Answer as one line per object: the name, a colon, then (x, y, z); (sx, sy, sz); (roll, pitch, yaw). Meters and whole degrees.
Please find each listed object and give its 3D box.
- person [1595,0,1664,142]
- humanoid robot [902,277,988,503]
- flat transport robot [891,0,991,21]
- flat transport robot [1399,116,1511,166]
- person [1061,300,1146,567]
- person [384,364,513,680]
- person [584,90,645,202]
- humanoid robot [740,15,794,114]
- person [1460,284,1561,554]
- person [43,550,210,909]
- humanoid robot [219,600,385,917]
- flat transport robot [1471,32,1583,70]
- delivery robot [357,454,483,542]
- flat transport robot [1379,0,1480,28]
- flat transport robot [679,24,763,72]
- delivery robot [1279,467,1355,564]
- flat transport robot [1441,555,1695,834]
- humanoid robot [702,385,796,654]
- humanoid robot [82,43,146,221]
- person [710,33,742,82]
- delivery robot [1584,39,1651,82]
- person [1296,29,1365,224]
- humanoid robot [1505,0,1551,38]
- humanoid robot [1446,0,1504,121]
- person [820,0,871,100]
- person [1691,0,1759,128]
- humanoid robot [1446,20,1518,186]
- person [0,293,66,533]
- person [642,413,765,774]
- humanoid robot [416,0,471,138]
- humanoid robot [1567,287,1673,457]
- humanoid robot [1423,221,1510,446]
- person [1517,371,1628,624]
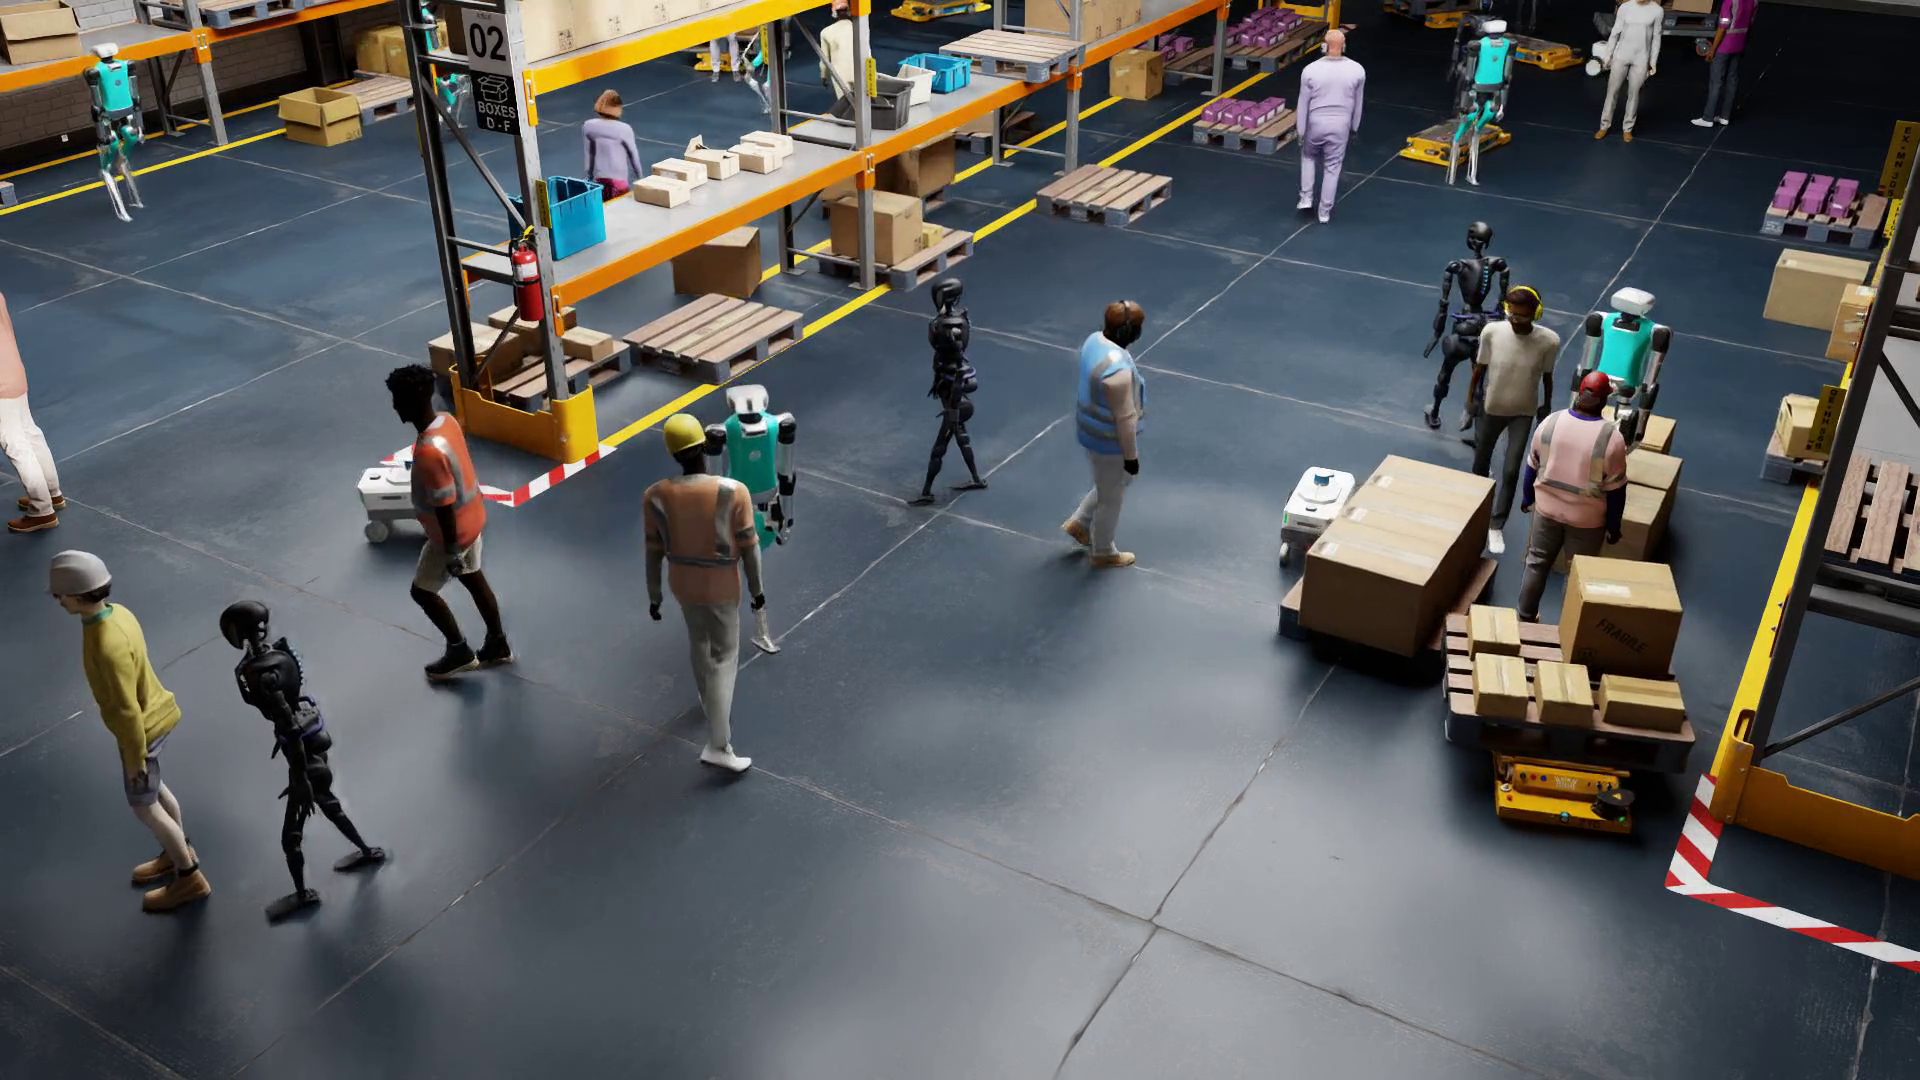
person: (7.699, -5.524, 19.064); (0.584, 1.892, 0.368); (12, 32, 20)
humanoid robot: (-0.110, -1.030, 11.345); (0.658, 1.631, 0.584); (-8, 30, -14)
flat transport robot: (-0.283, -8.125, 25.314); (1.431, 0.231, 0.659); (-22, 36, -34)
flat transport robot: (5.671, -4.548, 18.987); (0.659, 0.231, 1.431); (24, 37, 36)
person: (0.956, -0.648, 10.509); (0.446, 1.824, 0.620); (-3, 30, -6)
person: (-2.933, -0.080, 9.381); (0.622, 1.939, 0.635); (-3, 30, -5)
person: (-3.214, -3.427, 15.634); (0.510, 1.616, 0.516); (11, 31, 18)
humanoid robot: (-2.328, -5.882, 19.956); (0.728, 1.892, 0.547); (-24, 37, -36)
person: (3.607, -0.884, 10.937); (0.569, 1.825, 0.785); (10, 31, 17)
person: (-3.847, 0.879, 7.756); (0.406, 1.880, 0.494); (-13, 32, -22)
humanoid robot: (-3.137, 0.987, 7.788); (0.670, 1.625, 0.609); (-16, 33, -26)
flat transport robot: (7.749, -6.717, 22.823); (0.659, 0.231, 1.431); (-20, 35, -31)
delivery robot: (-3.625, -0.294, 11.159); (0.775, 0.583, 0.499); (-2, 30, -3)
flat transport robot: (7.027, -7.917, 24.947); (0.659, 0.231, 1.431); (-10, 31, -17)
flat transport robot: (-3.109, -6.648, 22.702); (0.659, 0.231, 1.431); (4, 30, 7)
delivery robot: (2.367, -0.182, 10.986); (0.499, 0.607, 0.808); (12, 32, 20)
flat transport robot: (3.244, 1.055, 9.075); (0.659, 0.231, 1.431); (6, 30, 11)
humanoid robot: (-1.272, -0.178, 9.738); (0.534, 1.744, 0.754); (-12, 32, -20)
humanoid robot: (-8.578, -4.115, 16.749); (0.797, 1.797, 0.531); (16, 33, 26)
person: (-3.078, -6.918, 21.486); (0.482, 1.944, 0.431); (-1, 29, -1)
delivery robot: (8.657, -6.328, 21.856); (0.808, 0.606, 0.499); (25, 38, 37)
person: (3.672, -4.139, 16.624); (0.653, 1.884, 0.625); (4, 30, 6)
humanoid robot: (7.857, -7.577, 22.919); (0.611, 1.644, 0.357); (9, 31, 15)
humanoid robot: (5.969, -5.521, 19.274); (0.617, 1.644, 0.365); (3, 30, 5)
person: (-1.310, -5.313, 18.881); (0.571, 1.691, 0.910); (-10, 31, -16)
person: (9.049, -5.797, 19.591); (0.523, 1.846, 0.330); (-10, 31, -17)
humanoid robot: (5.474, -4.617, 17.656); (0.538, 1.841, 0.653); (-4, 30, -6)
person: (-6.350, -1.004, 10.968); (0.389, 1.990, 0.621); (-6, 30, -11)
person: (-1.388, 0.293, 8.810); (0.625, 1.864, 0.872); (5, 30, 9)
humanoid robot: (-5.873, -5.374, 18.940); (0.573, 1.707, 1.027); (23, 37, 35)
humanoid robot: (4.073, -0.664, 10.664); (0.535, 1.806, 0.799); (21, 35, 32)
humanoid robot: (3.731, -1.513, 12.209); (0.601, 1.631, 0.710); (-7, 30, -12)
person: (3.582, -0.170, 9.739); (0.605, 1.749, 0.419); (23, 37, 35)
